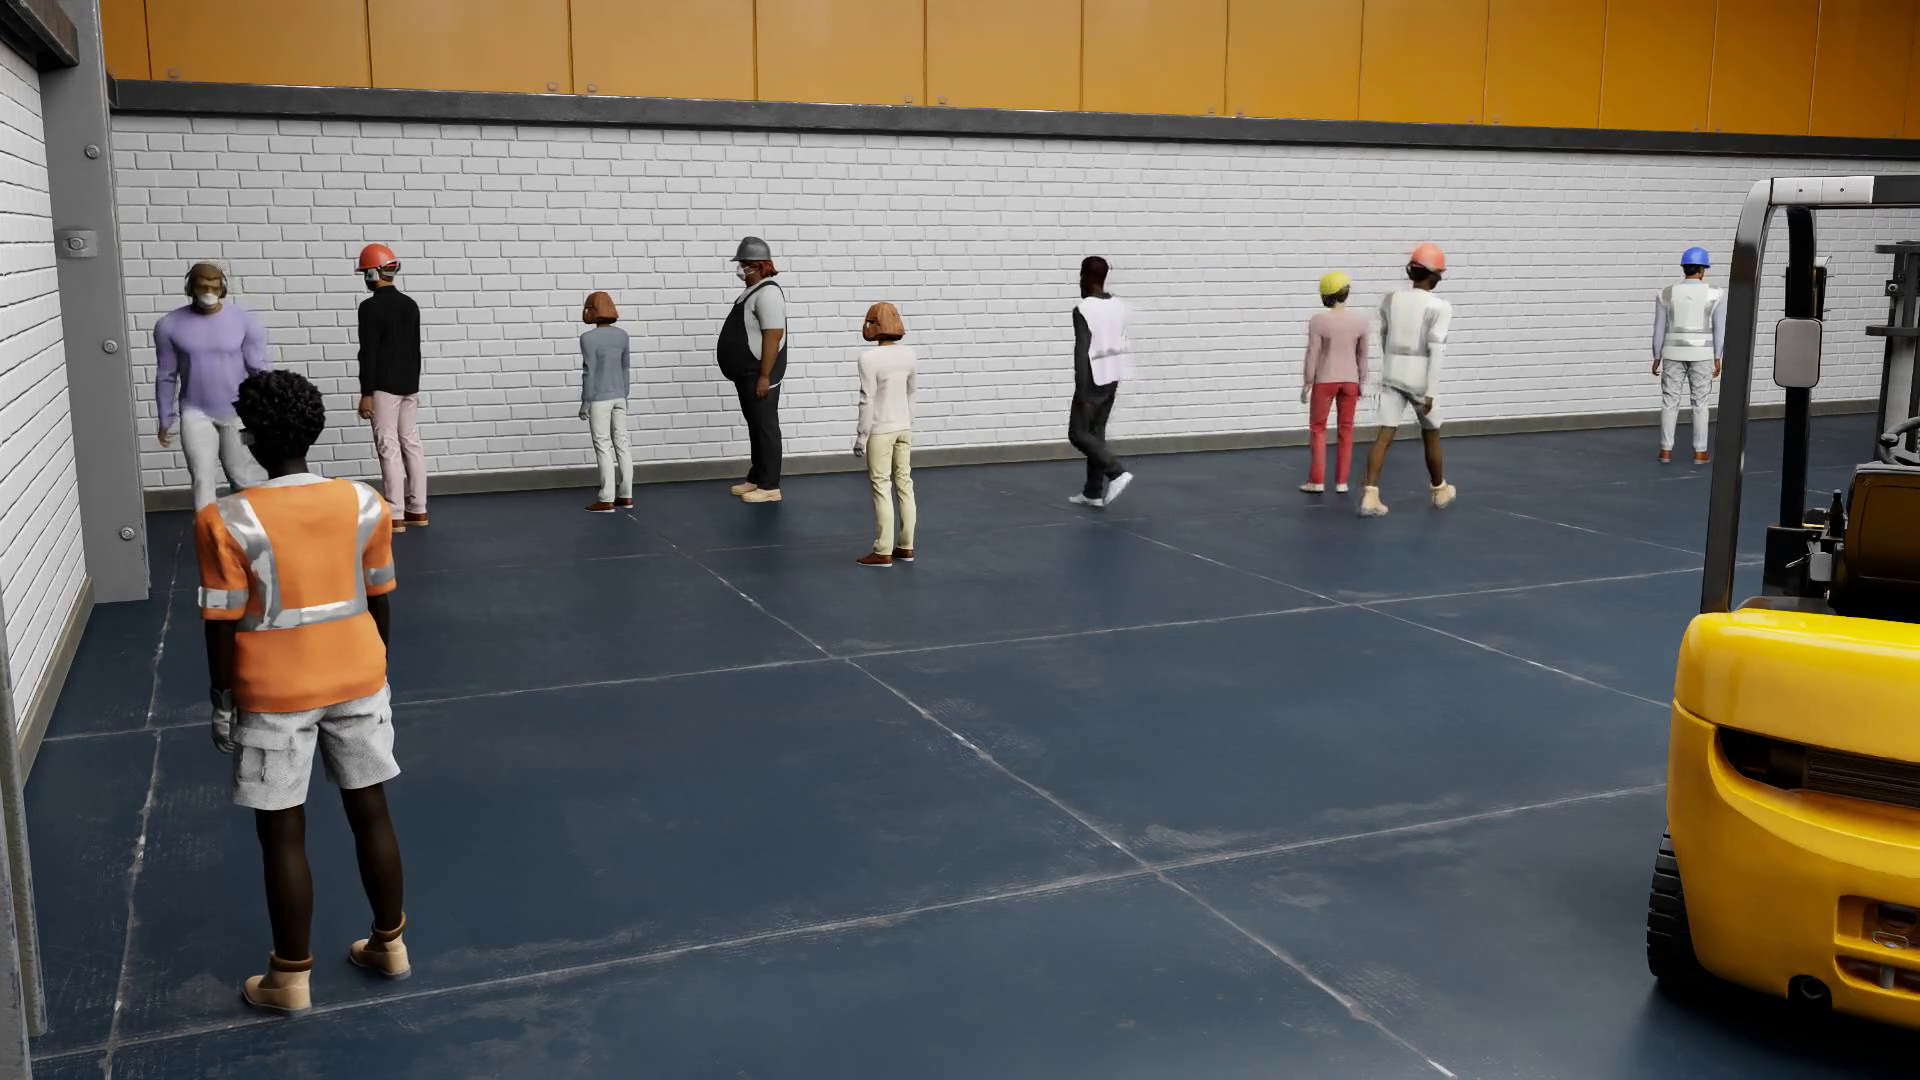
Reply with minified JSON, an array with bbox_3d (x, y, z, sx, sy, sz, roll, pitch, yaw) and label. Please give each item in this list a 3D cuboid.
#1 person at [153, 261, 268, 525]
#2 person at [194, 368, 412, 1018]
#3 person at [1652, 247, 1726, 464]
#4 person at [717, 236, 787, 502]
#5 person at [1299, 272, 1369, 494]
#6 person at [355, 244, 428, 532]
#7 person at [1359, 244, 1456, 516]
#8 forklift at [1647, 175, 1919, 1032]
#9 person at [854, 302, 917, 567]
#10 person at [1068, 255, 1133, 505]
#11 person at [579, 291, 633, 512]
[{"bbox_3d":[-4.652,-0.794,10.401,0.666,1.901,0.894,-4,11,-21],"label":"person"},{"bbox_3d":[-1.720,0.398,4.386,0.321,1.691,0.532,9,14,40],"label":"person"},{"bbox_3d":[6.556,-1.653,14.985,0.603,1.942,0.402,6,12,28],"label":"person"},{"bbox_3d":[-1.607,-1.318,12.863,0.537,2.000,0.682,-3,11,-18],"label":"person"},{"bbox_3d":[2.966,-1.221,13.153,0.563,1.749,0.313,-2,11,-12],"label":"person"},{"bbox_3d":[-3.967,-1.051,11.549,0.402,1.986,0.612,3,11,15],"label":"person"},{"bbox_3d":[3.322,-1.168,12.224,0.614,1.985,1.083,10,14,42],"label":"person"},{"bbox_3d":[2.810,0.094,4.662,1.214,2.155,2.313,7,12,34],"label":"forklift"},{"bbox_3d":[-0.461,-0.651,10.310,0.283,1.633,0.497,8,13,38],"label":"person"},{"bbox_3d":[1.060,-1.175,12.470,0.561,1.899,0.596,9,13,40],"label":"person"},{"bbox_3d":[-2.636,-1.022,12.357,0.264,1.632,0.507,6,12,28],"label":"person"}]
